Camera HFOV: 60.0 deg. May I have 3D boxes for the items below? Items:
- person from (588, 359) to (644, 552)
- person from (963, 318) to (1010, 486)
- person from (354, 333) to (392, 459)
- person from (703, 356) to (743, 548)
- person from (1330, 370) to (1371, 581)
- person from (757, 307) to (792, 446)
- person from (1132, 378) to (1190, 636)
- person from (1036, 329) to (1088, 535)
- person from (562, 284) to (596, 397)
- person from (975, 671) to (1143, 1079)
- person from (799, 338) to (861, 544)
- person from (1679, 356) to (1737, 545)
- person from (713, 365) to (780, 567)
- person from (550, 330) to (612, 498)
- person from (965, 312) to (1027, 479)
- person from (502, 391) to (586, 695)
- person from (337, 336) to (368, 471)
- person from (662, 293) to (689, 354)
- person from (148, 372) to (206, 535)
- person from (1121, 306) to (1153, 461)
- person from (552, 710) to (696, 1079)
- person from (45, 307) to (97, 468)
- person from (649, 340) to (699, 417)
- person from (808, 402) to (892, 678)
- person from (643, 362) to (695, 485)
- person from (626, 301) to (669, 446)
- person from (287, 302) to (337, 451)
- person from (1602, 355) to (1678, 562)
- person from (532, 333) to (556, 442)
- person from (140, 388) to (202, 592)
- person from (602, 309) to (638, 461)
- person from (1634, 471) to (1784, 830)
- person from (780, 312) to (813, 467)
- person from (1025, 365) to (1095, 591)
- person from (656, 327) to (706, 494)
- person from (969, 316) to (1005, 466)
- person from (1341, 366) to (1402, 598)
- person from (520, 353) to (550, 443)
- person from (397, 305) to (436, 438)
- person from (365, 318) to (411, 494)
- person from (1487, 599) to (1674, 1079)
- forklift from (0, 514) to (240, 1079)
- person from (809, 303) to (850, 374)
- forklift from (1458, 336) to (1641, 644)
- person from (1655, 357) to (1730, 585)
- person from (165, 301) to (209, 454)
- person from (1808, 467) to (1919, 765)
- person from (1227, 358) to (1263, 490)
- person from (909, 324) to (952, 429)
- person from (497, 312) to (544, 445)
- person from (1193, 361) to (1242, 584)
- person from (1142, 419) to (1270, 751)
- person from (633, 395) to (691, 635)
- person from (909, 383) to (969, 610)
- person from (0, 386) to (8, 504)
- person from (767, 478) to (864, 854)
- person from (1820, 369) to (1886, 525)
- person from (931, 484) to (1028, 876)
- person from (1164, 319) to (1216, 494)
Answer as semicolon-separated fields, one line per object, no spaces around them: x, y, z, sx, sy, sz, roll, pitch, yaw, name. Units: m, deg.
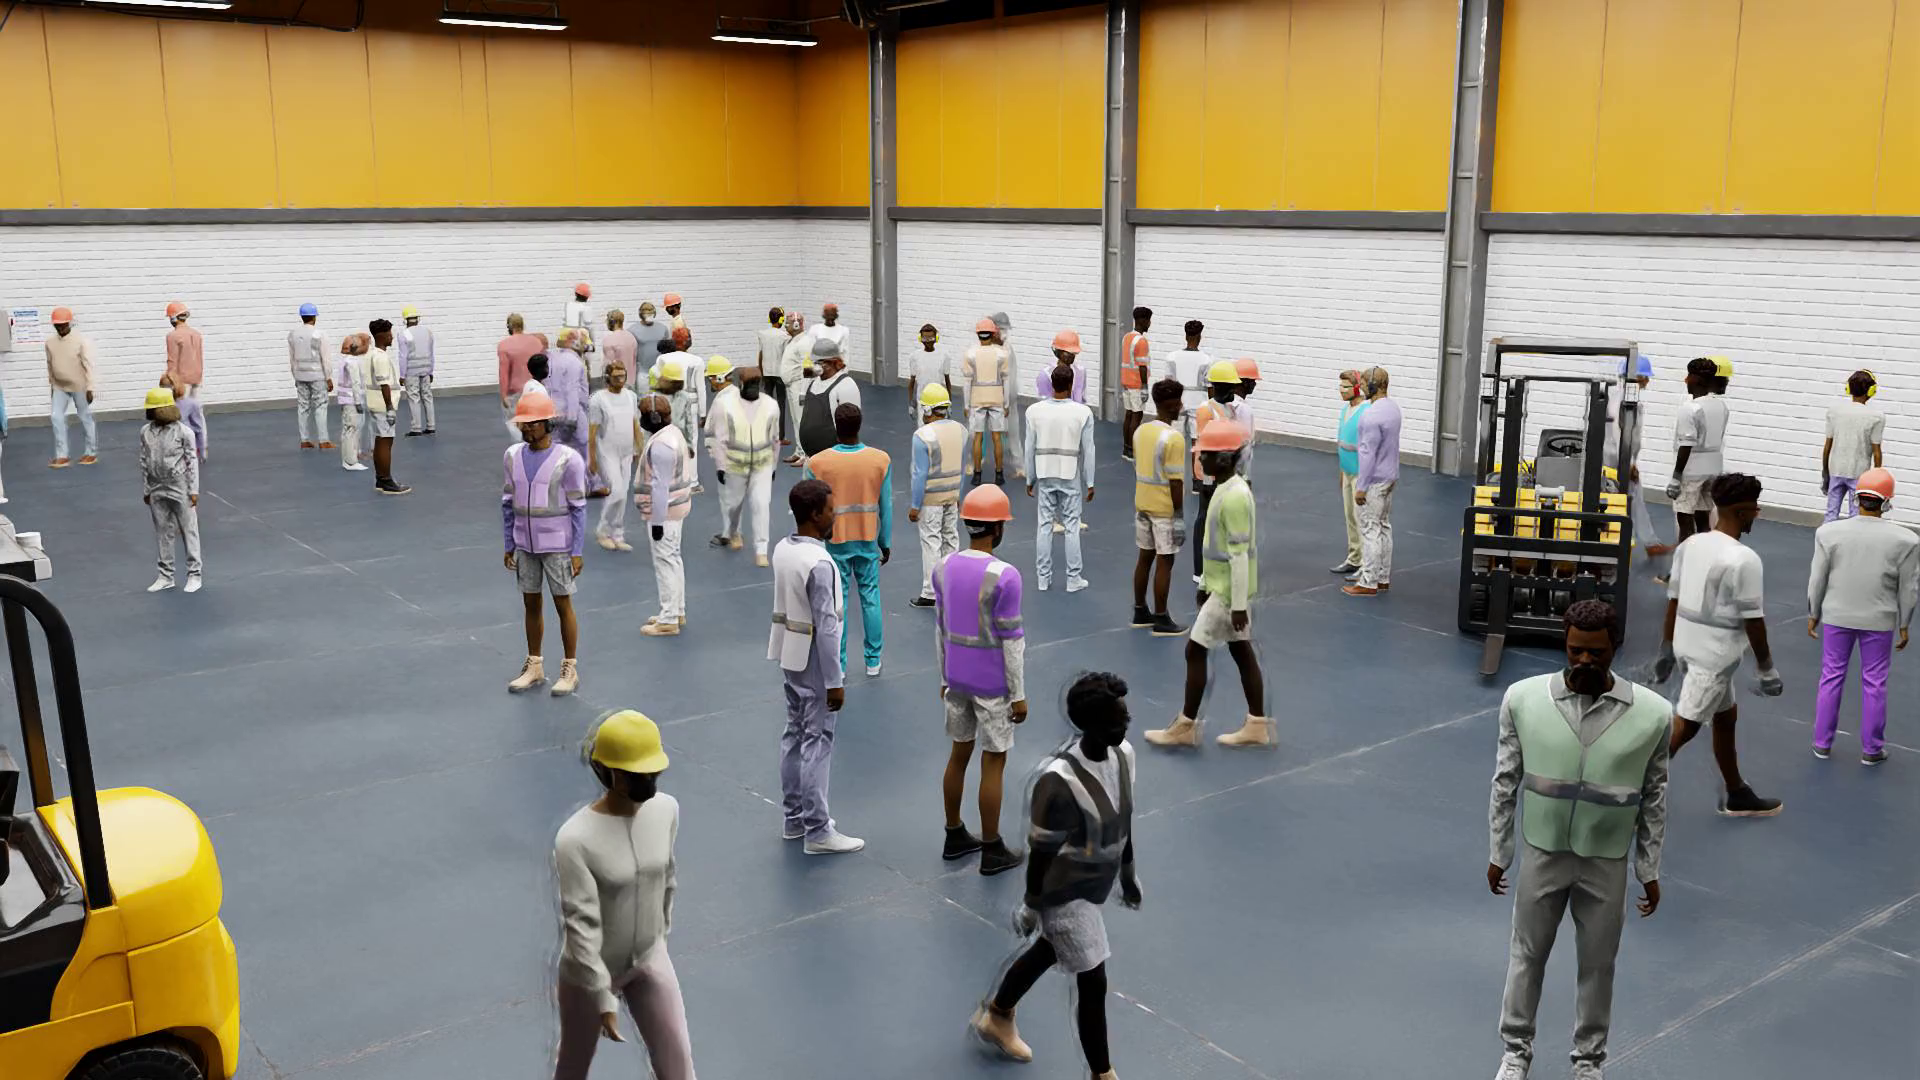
-3.178;-0.776;15.517;0.439;1.824;0.499;9;15;37;person
0.302;-1.582;19.151;0.543;1.928;0.374;0;12;-2;person
-7.479;-1.815;21.068;0.611;1.606;0.494;-3;12;-12;person
-2.235;-0.845;15.859;0.403;1.818;0.606;-1;12;-4;person
3.466;-0.565;14.485;0.401;1.835;0.562;-2;12;-9;person
-2.462;-2.178;22.214;0.527;1.857;0.332;5;13;21;person
1.520;-0.255;12.655;0.365;1.962;0.627;-5;13;-24;person
1.037;-1.064;16.409;0.612;2.030;0.404;-10;15;-39;person
-6.318;-3.284;27.465;0.627;1.885;0.375;5;13;23;person
0.375;1.251;6.139;0.845;1.653;0.540;7;14;32;person
-1.238;-0.880;15.484;0.536;2.000;0.686;-9;15;-38;person
6.714;-0.699;14.930;0.477;1.913;0.609;-2;12;-11;person
-1.946;-0.705;15.191;0.622;1.817;0.811;-3;12;-16;person
-4.206;-1.373;18.322;0.853;1.853;0.691;-9;15;-37;person
0.397;-1.746;19.667;0.686;2.000;1.051;-11;16;-41;person
-2.786;0.027;11.096;0.605;2.045;0.377;4;12;17;person
-7.407;-1.660;20.264;0.323;1.630;0.502;-7;14;-31;person
-4.125;-2.622;24.173;0.367;1.930;0.542;-2;12;-10;person
-7.827;-0.902;16.664;0.513;1.600;0.818;-2;12;-8;person
2.233;-1.971;20.972;0.385;1.956;0.608;-3;12;-15;person
-1.050;1.383;5.353;0.953;1.715;0.525;11;16;42;person
-10.927;-1.854;20.355;0.641;1.962;0.843;1;12;5;person
-3.344;-1.523;19.484;0.569;1.668;0.507;0;12;1;person
-0.754;0.008;11.489;0.590;1.922;0.392;-4;12;-17;person
-2.903;-0.927;16.497;0.512;1.715;0.589;-7;14;-31;person
-4.156;-2.228;22.272;0.636;1.931;0.377;-8;14;-34;person
-8.485;-2.135;21.803;0.605;1.940;0.420;3;12;15;person
6.047;-0.734;15.122;1.001;1.890;0.632;9;15;38;person
-5.225;-1.780;20.828;0.324;1.631;0.523;6;13;26;person
-6.646;-0.416;13.981;0.485;1.739;0.313;2;12;7;person
-4.239;-1.912;20.753;0.361;1.933;0.629;5;13;22;person
3.892;0.592;8.724;1.043;1.916;0.605;0;12;-2;person
-2.017;-1.861;20.550;0.401;1.907;0.648;-4;12;-18;person
0.841;-0.516;14.025;0.599;1.917;0.375;4;12;17;person
-3.110;-1.443;18.614;0.572;1.878;0.344;2;12;11;person
0.356;-1.838;20.585;0.520;1.844;0.331;-2;12;-11;person
3.453;-0.482;13.848;0.385;1.929;0.635;7;14;32;person
-4.458;-1.121;17.520;0.329;1.687;0.544;-6;13;-26;person
-7.515;-2.316;22.946;0.403;1.822;0.598;7;14;30;person
-6.457;-1.497;18.656;0.367;1.962;0.601;-7;14;-31;person
2.226;1.139;6.034;0.598;1.917;0.375;4;12;18;person
-3.687;1.115;5.480;2.313;2.155;1.214;-9;15;-36;forklift
-1.831;-2.384;23.212;0.581;1.862;0.735;-1;12;-5;person
4.683;-0.471;13.136;1.214;2.155;2.313;4;12;20;forklift
6.266;-0.577;14.202;0.608;1.965;0.365;-8;14;-35;person
-9.945;-2.061;21.337;0.410;1.979;0.629;2;12;11;person
5.301;0.442;9.797;0.565;1.750;0.341;8;14;33;person
2.432;-0.625;14.534;0.388;1.930;0.545;-2;12;-11;person
-0.343;-1.588;19.357;0.510;1.861;0.324;0;12;0;person
-5.343;-1.808;20.260;0.652;1.919;0.448;-11;16;-42;person
2.212;-0.576;14.289;0.380;1.928;0.586;7;13;30;person
1.473;0.282;9.944;0.903;2.004;0.627;2;12;8;person
-2.270;-0.196;12.701;0.429;1.833;0.634;-1;12;-2;person
-0.198;-0.352;13.440;0.404;1.833;0.590;10;15;39;person
-10.551;-1.179;17.928;0.524;1.631;0.315;-2;12;-11;person
-0.762;0.637;8.450;0.392;1.922;0.591;-6;13;-28;person
7.601;-0.519;14.184;0.332;1.864;0.509;-9;15;-37;person
0.115;0.682;8.223;0.388;1.929;0.547;-11;16;-43;person
2.578;-1.489;18.645;0.599;1.958;0.378;5;13;22;person
